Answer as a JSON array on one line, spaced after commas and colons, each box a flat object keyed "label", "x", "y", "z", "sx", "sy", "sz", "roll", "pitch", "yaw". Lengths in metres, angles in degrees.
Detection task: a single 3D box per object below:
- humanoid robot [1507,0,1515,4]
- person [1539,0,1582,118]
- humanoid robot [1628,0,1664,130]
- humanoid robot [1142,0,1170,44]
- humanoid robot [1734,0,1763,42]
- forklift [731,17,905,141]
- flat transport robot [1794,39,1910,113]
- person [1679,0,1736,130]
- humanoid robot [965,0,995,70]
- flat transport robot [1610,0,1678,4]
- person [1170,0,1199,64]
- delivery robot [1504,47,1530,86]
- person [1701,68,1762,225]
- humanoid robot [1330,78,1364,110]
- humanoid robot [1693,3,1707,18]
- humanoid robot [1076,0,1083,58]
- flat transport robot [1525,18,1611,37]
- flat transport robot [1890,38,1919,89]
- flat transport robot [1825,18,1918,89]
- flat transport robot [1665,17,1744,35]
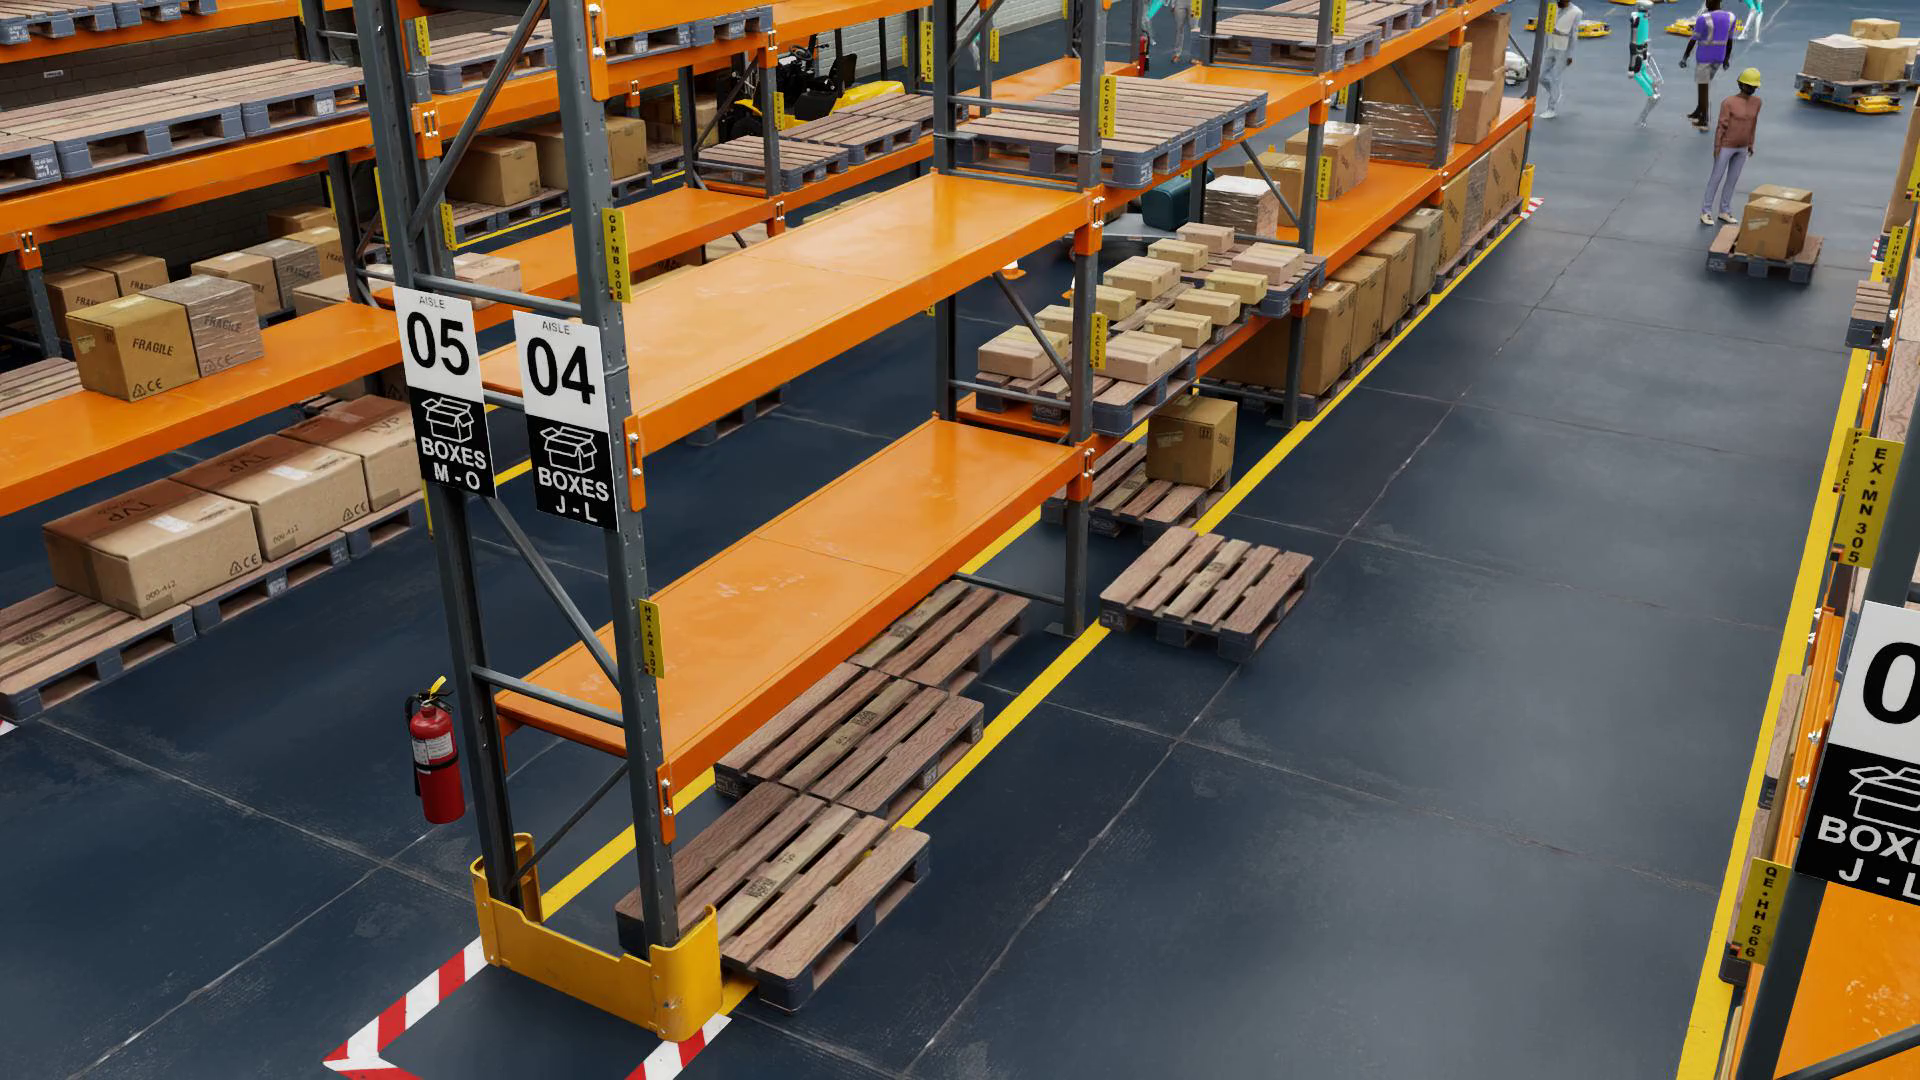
[{"label": "humanoid robot", "x": 11.275, "y": -12.050, "z": 34.716, "sx": 0.537, "sy": 1.721, "sz": 1.079, "roll": -17, "pitch": 31, "yaw": -32}, {"label": "person", "x": 8.757, "y": -7.151, "z": 24.321, "sx": 0.472, "sy": 1.905, "sz": 0.600, "roll": -15, "pitch": 30, "yaw": -29}, {"label": "humanoid robot", "x": 9.833, "y": -6.717, "z": 23.651, "sx": 0.783, "sy": 1.802, "sz": 0.535, "roll": 19, "pitch": 31, "yaw": 34}, {"label": "humanoid robot", "x": 3.523, "y": -9.866, "z": 30.183, "sx": 0.785, "sy": 1.801, "sz": 0.536, "roll": -10, "pitch": 27, "yaw": -19}, {"label": "humanoid robot", "x": 14.570, "y": -10.032, "z": 30.502, "sx": 0.799, "sy": 1.788, "sz": 0.557, "roll": -19, "pitch": 32, "yaw": -34}, {"label": "forklift", "x": -1.819, "y": -5.975, "z": 21.543, "sx": 2.313, "sy": 2.155, "sz": 1.214, "roll": 14, "pitch": 29, "yaw": 26}, {"label": "flat transport robot", "x": 13.539, "y": -6.742, "z": 25.352, "sx": 0.659, "sy": 0.231, "sz": 1.431, "roll": -8, "pitch": 27, "yaw": -16}, {"label": "person", "x": 10.640, "y": -6.893, "z": 23.764, "sx": 0.621, "sy": 1.918, "sz": 0.833, "roll": -8, "pitch": 27, "yaw": -16}, {"label": "humanoid robot", "x": 0.320, "y": -8.755, "z": 27.865, "sx": 0.755, "sy": 1.785, "sz": 0.533, "roll": 3, "pitch": 26, "yaw": 6}, {"label": "flat transport robot", "x": 14.577, "y": -11.574, "z": 35.391, "sx": 1.431, "sy": 0.231, "sz": 0.659, "roll": -10, "pitch": 27, "yaw": -20}, {"label": "person", "x": 3.896, "y": -9.137, "z": 28.419, "sx": 0.622, "sy": 1.932, "sz": 0.365, "roll": 10, "pitch": 27, "yaw": 19}, {"label": "delivery robot", "x": 8.856, "y": -7.685, "z": 26.990, "sx": 0.801, "sy": 0.602, "sz": 0.499, "roll": 20, "pitch": 32, "yaw": 35}, {"label": "person", "x": 8.804, "y": -4.463, "z": 18.892, "sx": 0.532, "sy": 1.765, "sz": 0.329, "roll": -7, "pitch": 27, "yaw": -14}, {"label": "humanoid robot", "x": 5.926, "y": -7.262, "z": 24.822, "sx": 0.642, "sy": 1.631, "sz": 0.593, "roll": 12, "pitch": 28, "yaw": 23}, {"label": "humanoid robot", "x": 14.629, "y": -11.037, "z": 32.574, "sx": 0.673, "sy": 1.783, "sz": 0.538, "roll": 2, "pitch": 26, "yaw": 5}, {"label": "humanoid robot", "x": 1.936, "y": -8.171, "z": 26.694, "sx": 0.376, "sy": 1.655, "sz": 0.608, "roll": 1, "pitch": 26, "yaw": 3}, {"label": "flat transport robot", "x": 11.563, "y": -9.761, "z": 31.624, "sx": 0.659, "sy": 0.231, "sz": 1.431, "roll": -20, "pitch": 32, "yaw": -36}, {"label": "flat transport robot", "x": 15.539, "y": -7.462, "z": 26.847, "sx": 0.659, "sy": 0.231, "sz": 1.431, "roll": -2, "pitch": 26, "yaw": -4}, {"label": "flat transport robot", "x": 14.723, "y": -7.541, "z": 27.011, "sx": 0.659, "sy": 0.231, "sz": 1.431, "roll": -11, "pitch": 28, "yaw": -22}, {"label": "flat transport robot", "x": 14.219, "y": -9.799, "z": 31.703, "sx": 1.431, "sy": 0.231, "sz": 0.659, "roll": -13, "pitch": 28, "yaw": -24}]
